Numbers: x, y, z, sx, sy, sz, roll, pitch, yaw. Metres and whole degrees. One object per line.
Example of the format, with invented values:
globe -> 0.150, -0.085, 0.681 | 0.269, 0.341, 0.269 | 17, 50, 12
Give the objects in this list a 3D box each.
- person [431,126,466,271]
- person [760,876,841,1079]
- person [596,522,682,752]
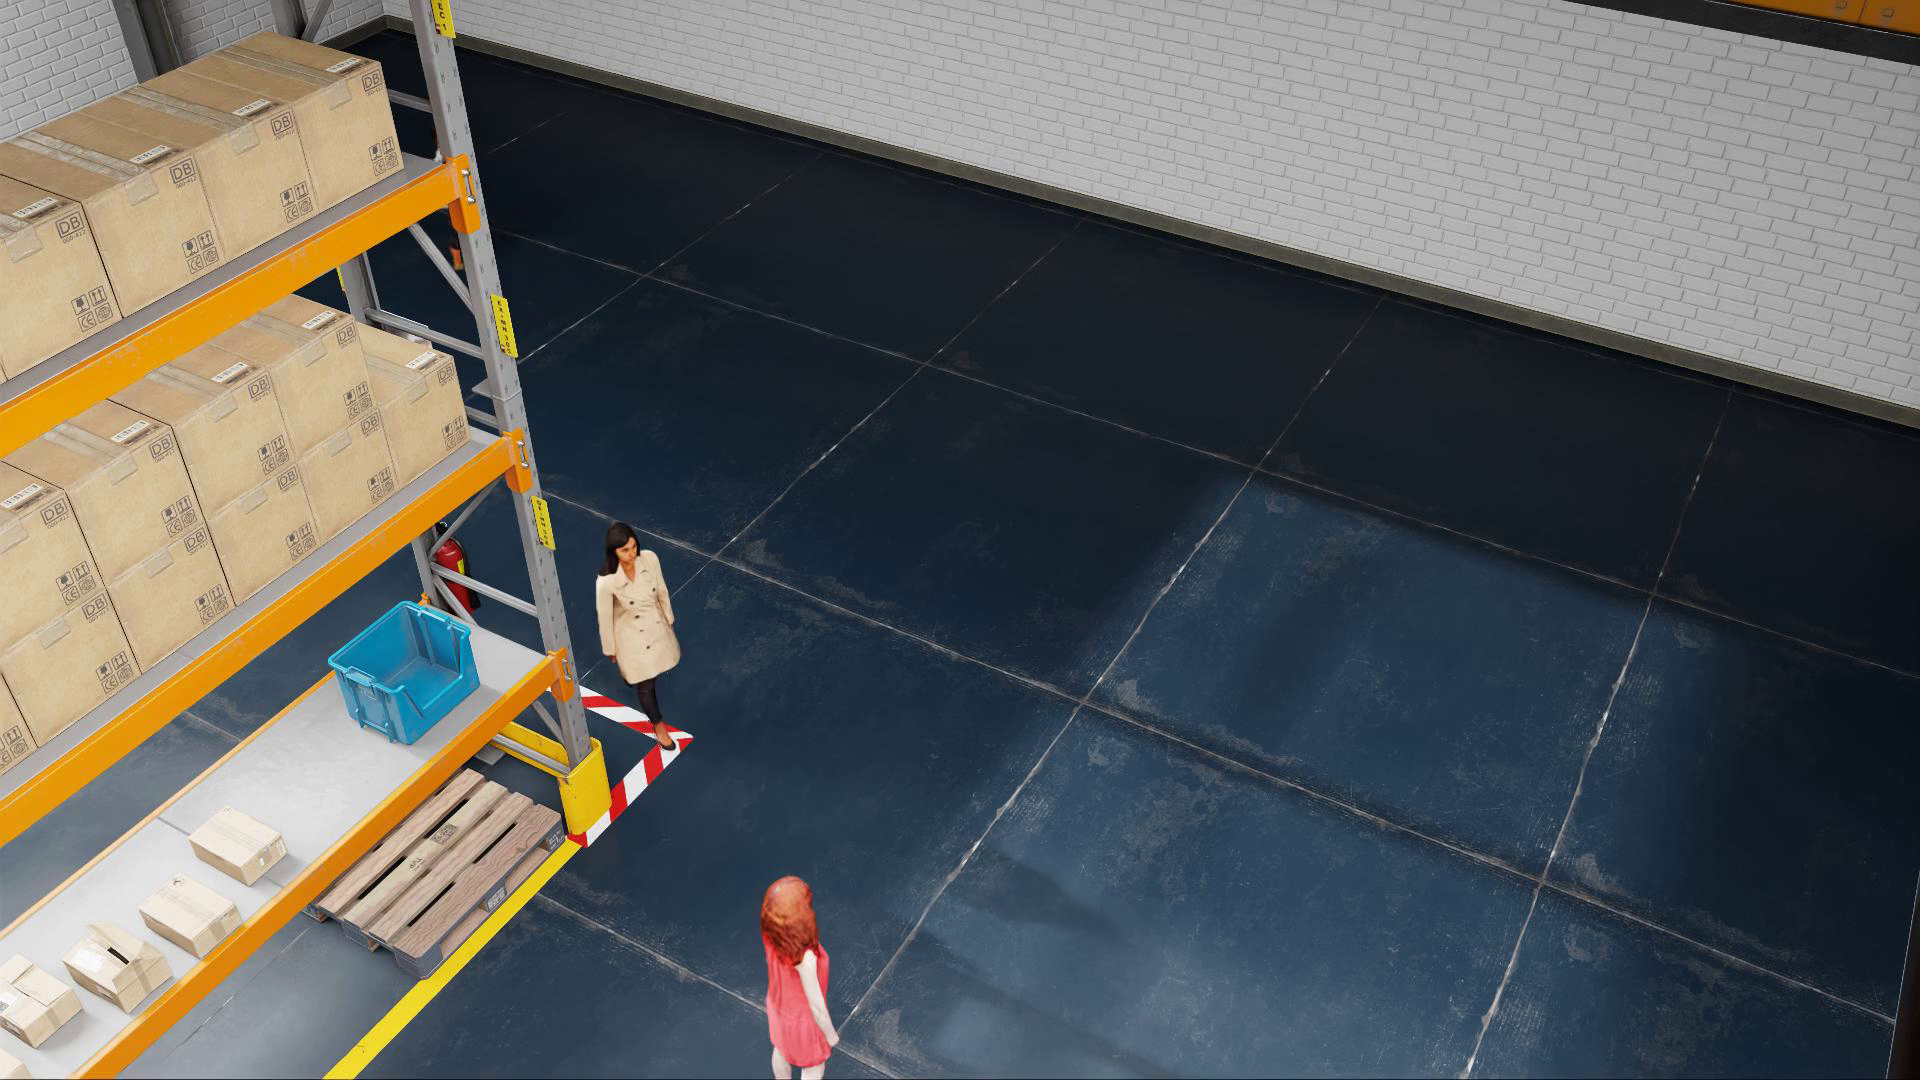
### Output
person -> -4.622, -3.117, 14.974 | 0.766, 1.446, 0.701 | -8, 39, -10
person -> -0.794, 2.258, 7.941 | 0.640, 1.824, 0.655 | -23, 44, -26
person -> -2.008, 0.545, 10.212 | 0.947, 1.666, 0.888 | -28, 47, -31
